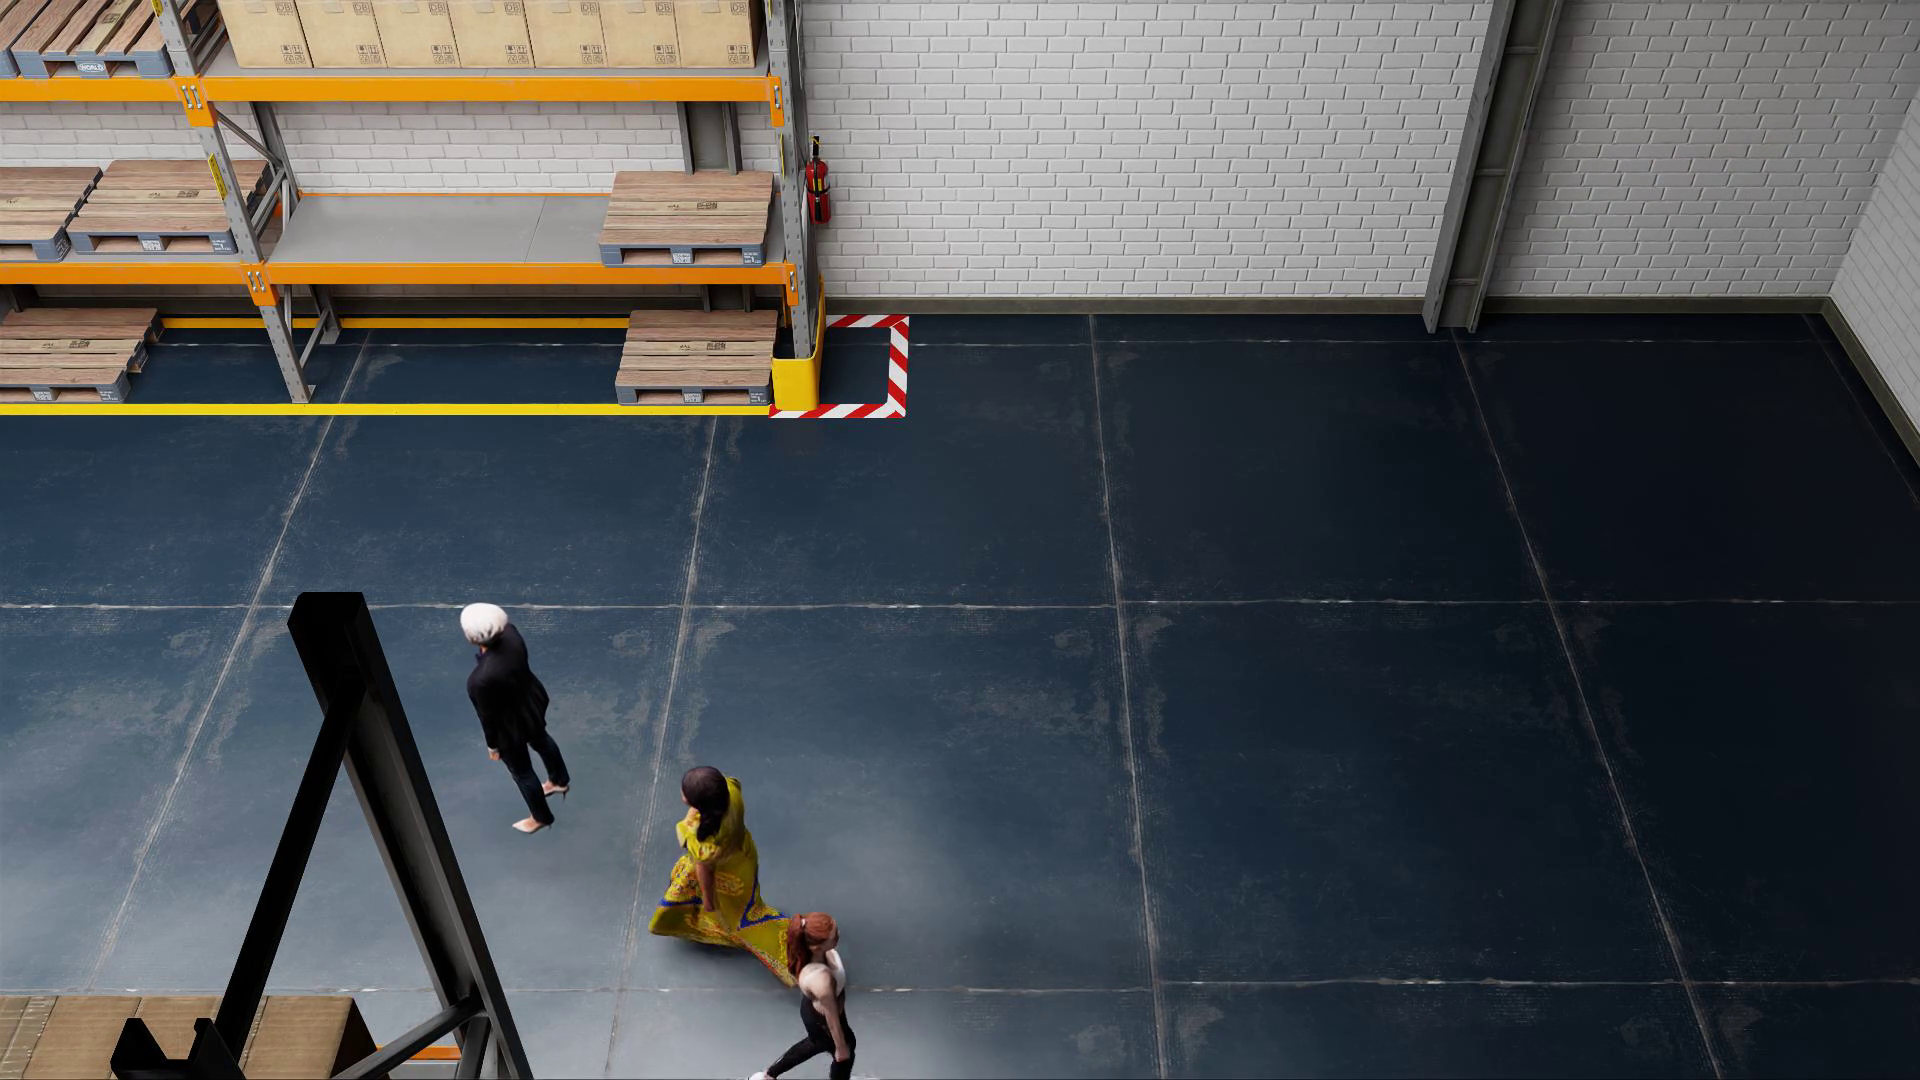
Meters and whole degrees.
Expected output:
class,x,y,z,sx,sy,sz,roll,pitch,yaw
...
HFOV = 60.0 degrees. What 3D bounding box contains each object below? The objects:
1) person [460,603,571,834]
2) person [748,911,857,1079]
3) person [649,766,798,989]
class,x,y,z,sx,sy,sz,roll,pitch,yaw
person,-2.391,0.913,8.987,0.679,1.779,0.778,11,45,11
person,-0.747,2.387,8.240,0.972,1.728,0.726,-10,45,-10
person,-1.173,1.786,8.949,1.326,1.620,0.835,6,44,6
